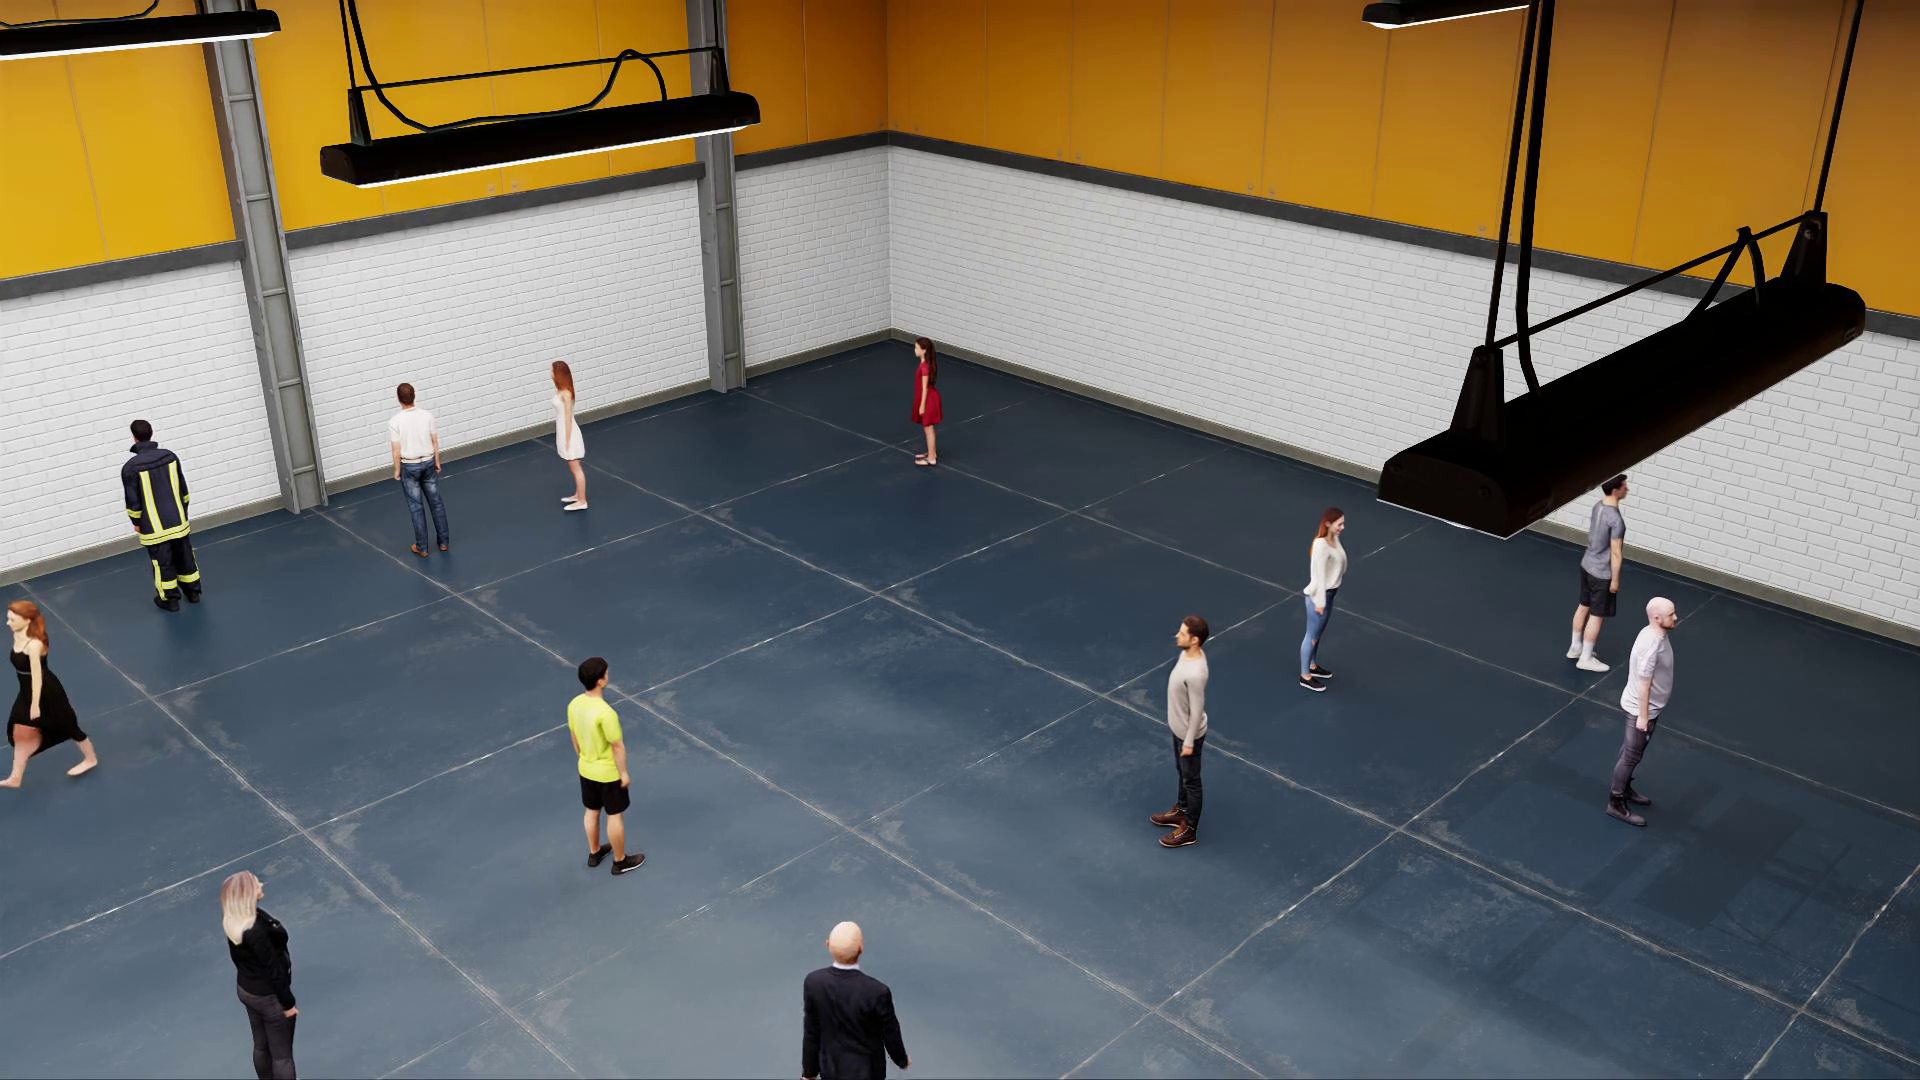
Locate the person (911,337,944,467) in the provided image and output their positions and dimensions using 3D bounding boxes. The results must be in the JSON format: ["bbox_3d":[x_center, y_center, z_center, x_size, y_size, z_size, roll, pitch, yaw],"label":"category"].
[{"bbox_3d":[-0.385,-1.663,19.815,0.744,1.551,0.684,0,24,0],"label":"person"}]

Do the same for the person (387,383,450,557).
[{"bbox_3d":[-5.650,-0.746,17.339,0.534,1.854,0.739,-18,29,-35],"label":"person"}]

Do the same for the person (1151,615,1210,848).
[{"bbox_3d":[1.702,1.405,12.400,0.782,1.868,0.742,-2,24,-5],"label":"person"}]

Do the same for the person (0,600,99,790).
[{"bbox_3d":[-7.198,1.202,13.214,0.654,1.588,1.032,19,30,37],"label":"person"}]

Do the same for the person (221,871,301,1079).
[{"bbox_3d":[-4.077,2.668,9.737,0.626,1.687,0.561,17,29,34],"label":"person"}]

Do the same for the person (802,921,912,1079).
[{"bbox_3d":[-0.609,2.930,9.049,0.981,1.757,1.293,9,25,21],"label":"person"}]

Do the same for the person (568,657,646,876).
[{"bbox_3d":[-2.605,1.637,12.070,0.666,1.708,0.602,15,28,30],"label":"person"}]

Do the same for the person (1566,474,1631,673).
[{"bbox_3d":[5.768,0.261,15.012,0.769,1.873,0.722,-1,24,-3],"label":"person"}]

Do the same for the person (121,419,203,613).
[{"bbox_3d":[-7.752,-0.253,16.121,0.892,1.925,0.664,16,28,32],"label":"person"}]

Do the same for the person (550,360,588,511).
[{"bbox_3d":[-4.342,-1.179,18.506,0.646,1.711,0.642,-9,25,-19],"label":"person"}]

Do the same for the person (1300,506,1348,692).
[{"bbox_3d":[3.192,0.492,14.704,0.739,1.695,0.590,12,26,25],"label":"person"}]

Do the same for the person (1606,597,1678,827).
[{"bbox_3d":[5.235,1.269,12.755,0.788,1.832,0.621,12,26,26],"label":"person"}]
